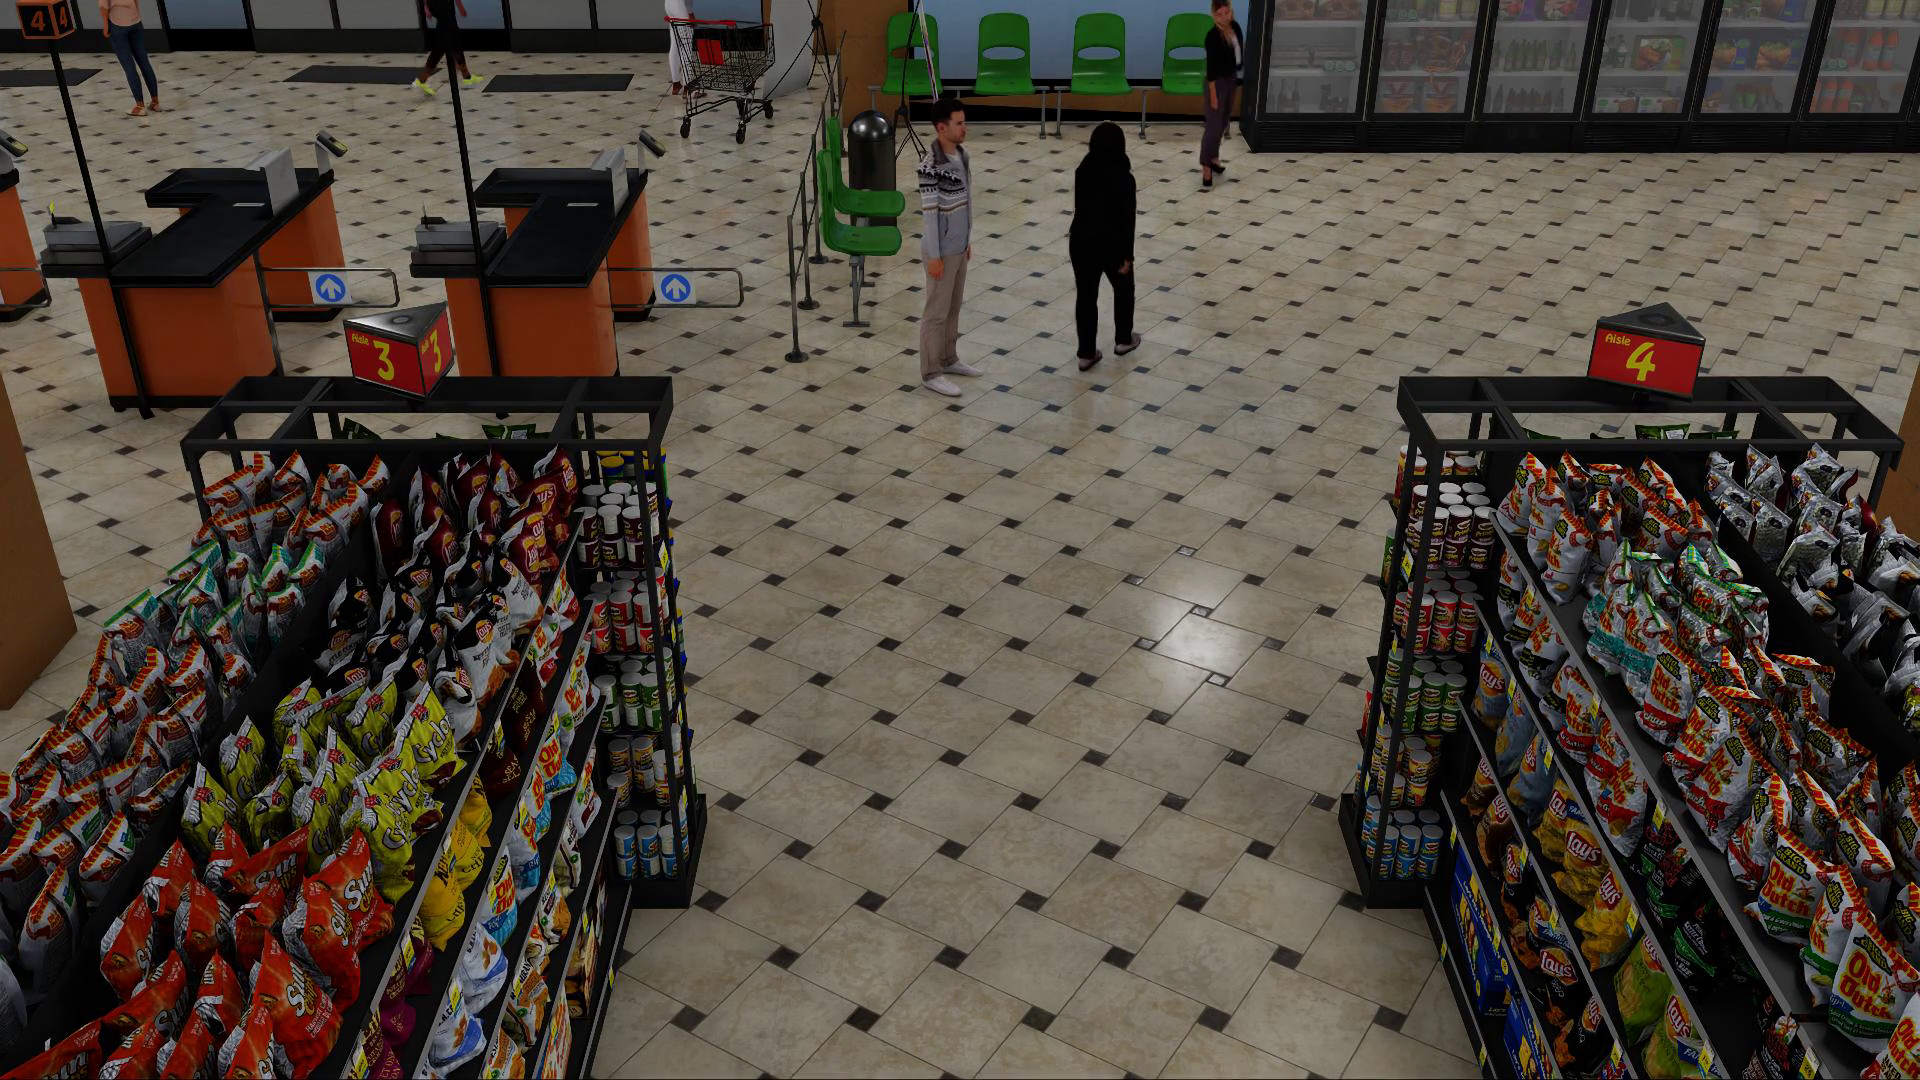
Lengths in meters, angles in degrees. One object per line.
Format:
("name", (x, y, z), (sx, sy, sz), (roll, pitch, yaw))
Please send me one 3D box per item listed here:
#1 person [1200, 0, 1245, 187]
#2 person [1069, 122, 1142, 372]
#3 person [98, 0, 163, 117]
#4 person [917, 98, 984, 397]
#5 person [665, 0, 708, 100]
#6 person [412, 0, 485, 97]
("person", (2.259, -3.932, 14.537), (0.891, 1.641, 0.784), (14, 31, 23))
("person", (0.874, -1.865, 10.804), (0.848, 1.591, 0.948), (15, 32, 26))
("person", (-8.363, -5.167, 16.642), (0.728, 1.792, 0.619), (15, 32, 26))
("person", (-0.094, -1.872, 10.535), (0.816, 1.861, 0.652), (11, 30, 19))
("person", (-2.920, -5.498, 17.319), (0.734, 1.724, 0.636), (-18, 33, -29))
("person", (-5.456, -5.491, 17.314), (1.059, 1.716, 1.152), (24, 37, 37))
